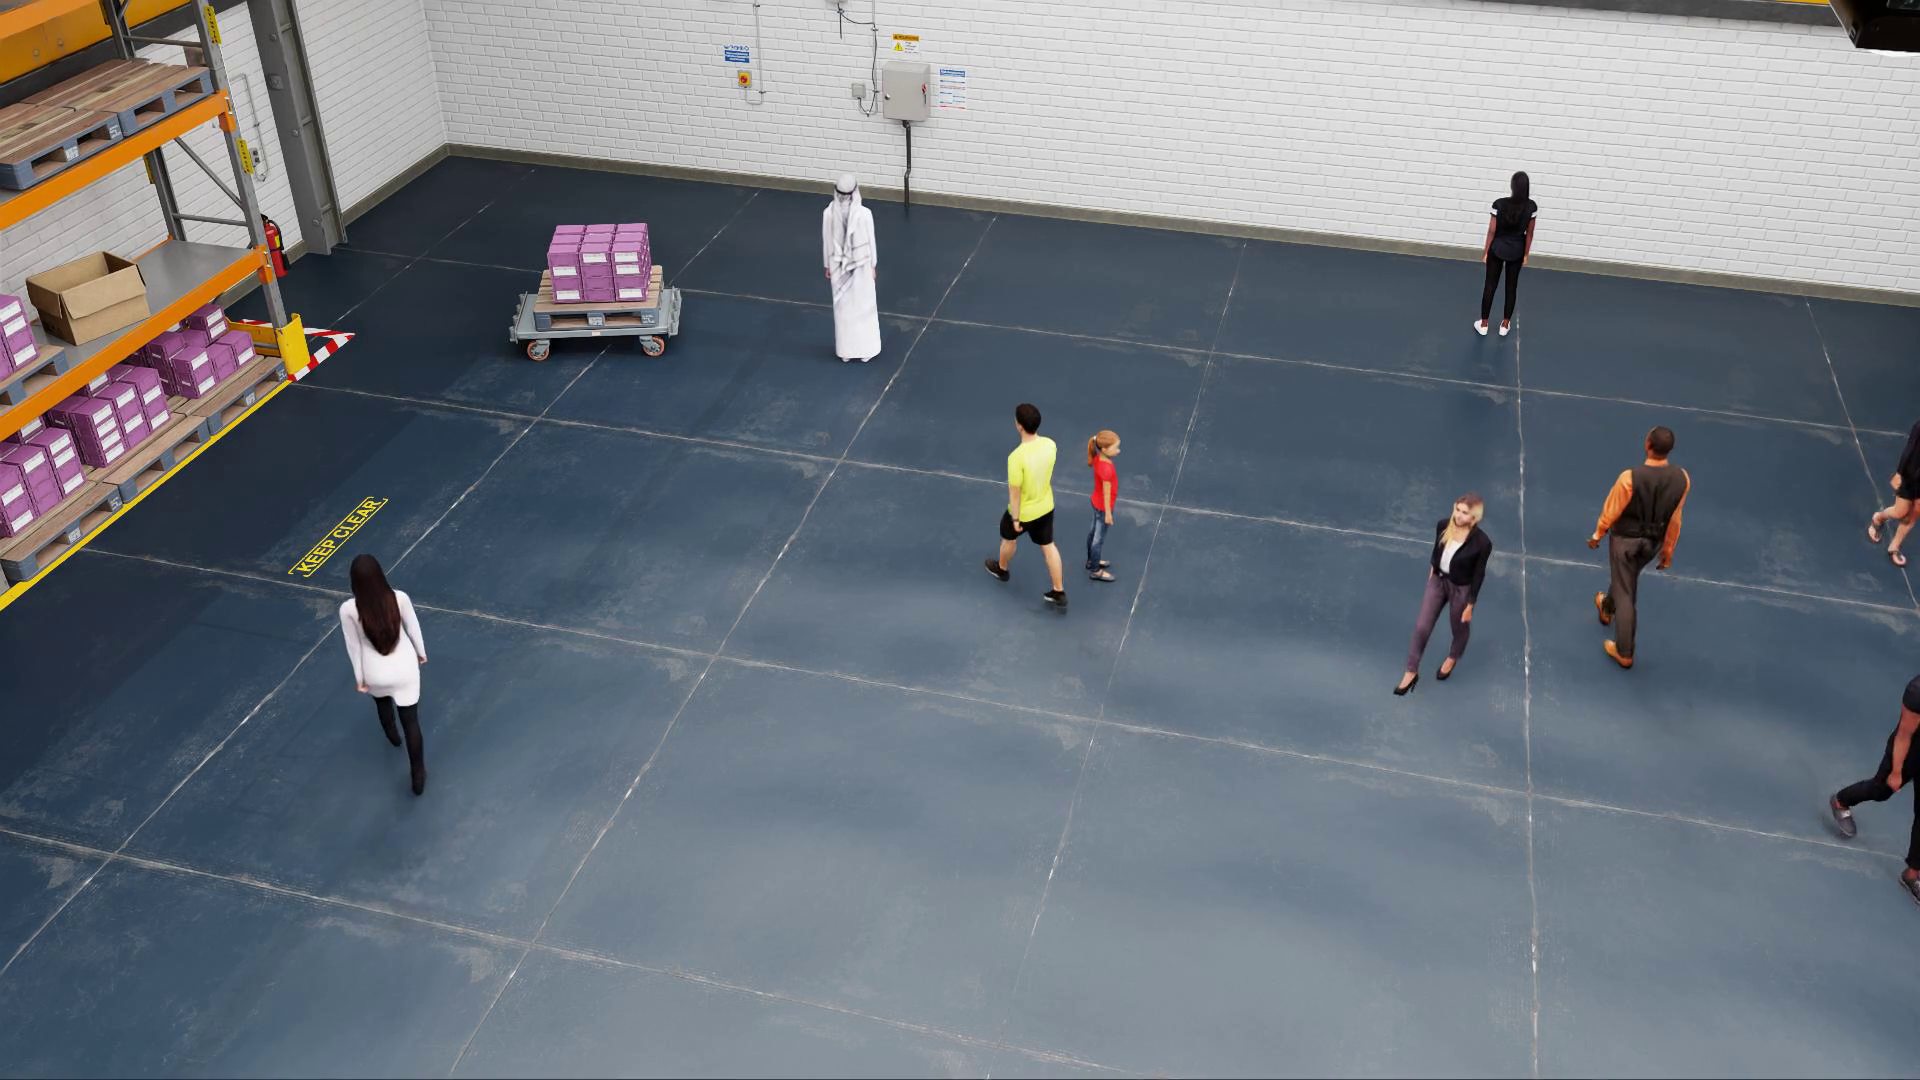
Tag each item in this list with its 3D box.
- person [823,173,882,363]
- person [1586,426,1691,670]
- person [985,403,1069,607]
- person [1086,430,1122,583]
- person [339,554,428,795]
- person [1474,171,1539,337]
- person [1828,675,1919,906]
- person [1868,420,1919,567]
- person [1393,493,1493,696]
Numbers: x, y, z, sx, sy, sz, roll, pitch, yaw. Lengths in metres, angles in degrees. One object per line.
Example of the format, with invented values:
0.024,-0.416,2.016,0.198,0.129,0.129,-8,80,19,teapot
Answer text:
-1.060,-2.643,16.197,0.740,1.926,0.702,2,34,3,person
4.967,0.095,12.119,0.934,1.880,1.179,-3,34,-5,person
0.609,-0.239,12.810,1.098,1.671,1.141,-19,38,-26,person
1.127,-0.288,13.210,0.592,1.310,0.483,-2,34,-3,person
-3.751,0.931,10.954,0.959,1.777,1.103,-12,35,-17,person
5.501,-2.890,16.738,0.628,1.739,0.601,5,34,7,person
5.897,1.312,10.378,0.975,1.780,1.275,-5,34,-7,person
7.720,-0.567,13.415,0.626,1.547,0.768,1,34,2,person
3.588,0.353,11.940,1.007,1.648,0.880,-28,43,-35,person
